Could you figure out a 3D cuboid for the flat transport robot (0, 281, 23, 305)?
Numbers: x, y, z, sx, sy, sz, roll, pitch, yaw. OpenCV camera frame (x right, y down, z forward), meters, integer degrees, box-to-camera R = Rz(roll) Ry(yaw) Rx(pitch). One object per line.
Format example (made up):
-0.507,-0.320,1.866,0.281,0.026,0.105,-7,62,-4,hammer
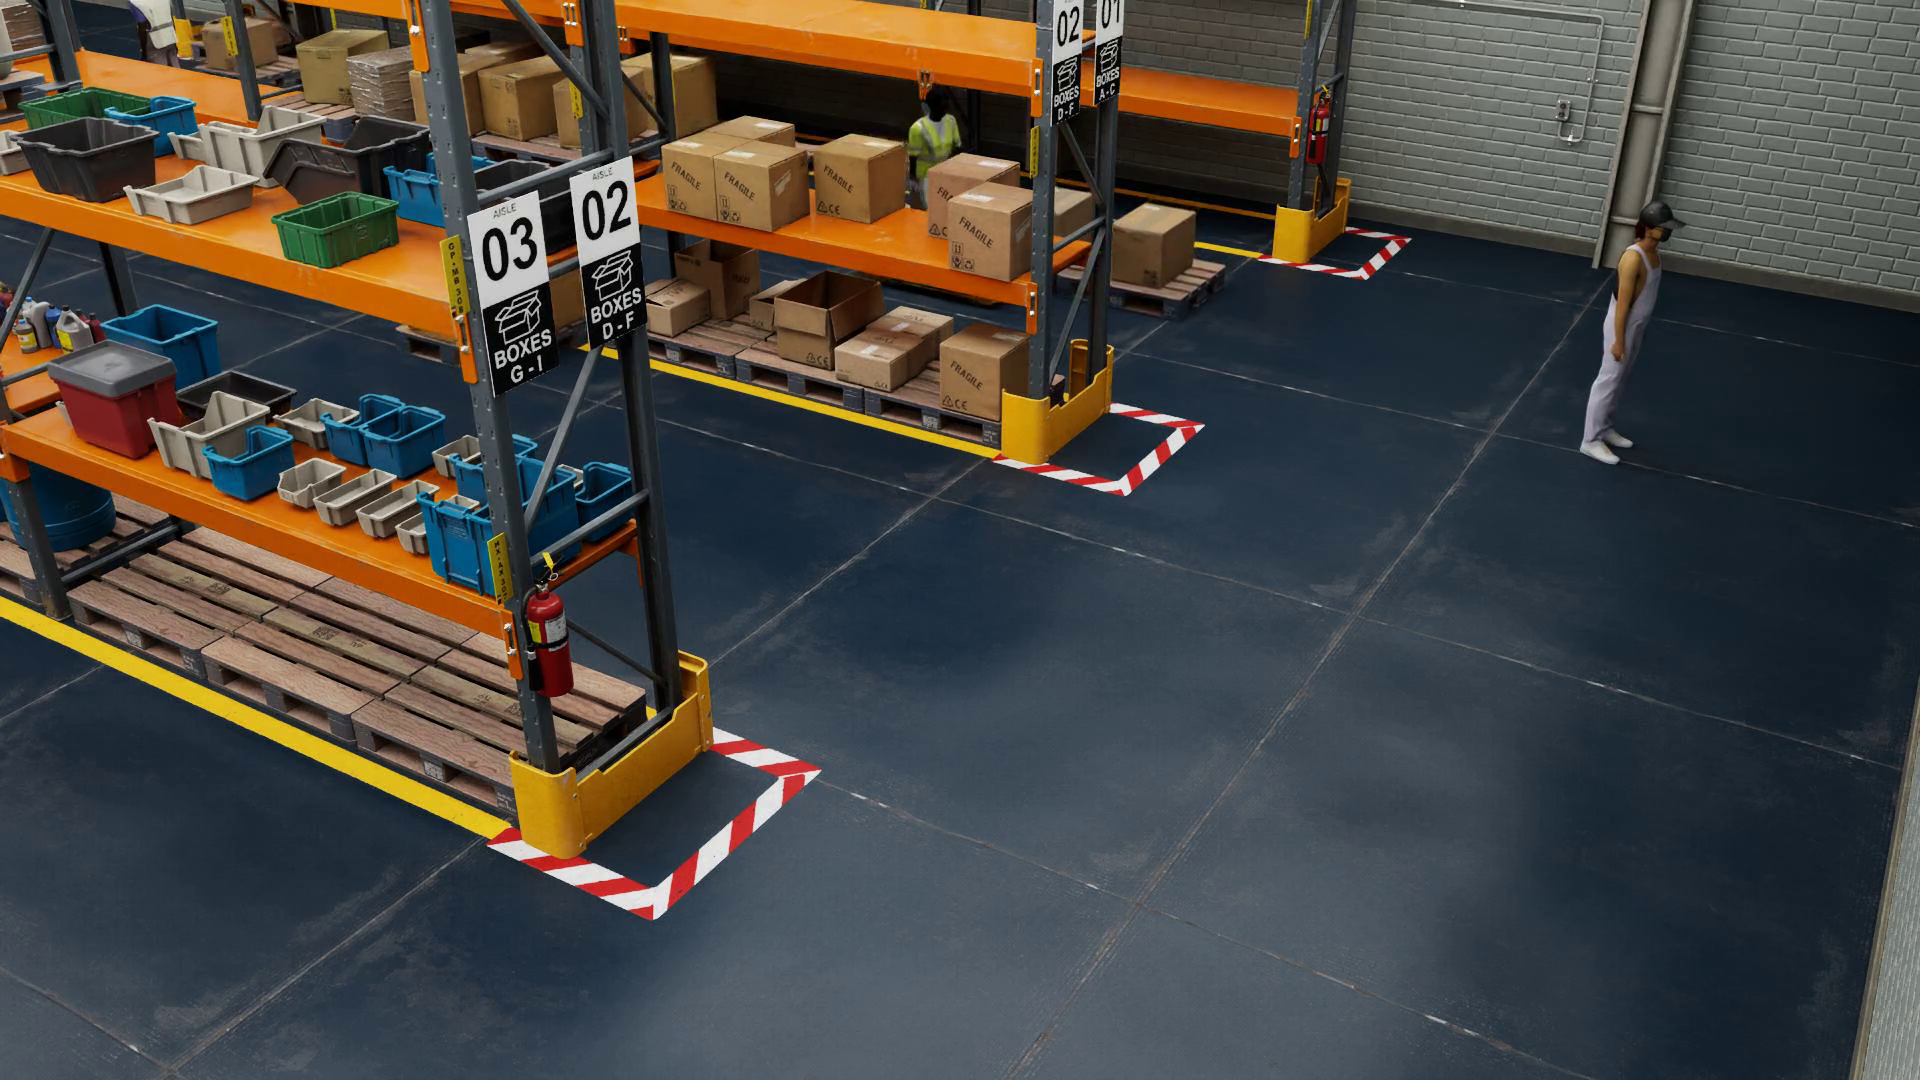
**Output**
-8.862,-2.144,14.480,1.431,0.231,0.659,19,34,30,flat transport robot

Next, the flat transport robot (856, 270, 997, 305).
-0.171,-2.419,14.973,1.431,0.231,0.659,17,33,27,flat transport robot

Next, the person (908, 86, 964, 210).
-0.194,-3.317,15.157,0.880,1.635,0.551,24,37,36,person

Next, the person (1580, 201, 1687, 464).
4.708,-1.459,11.614,0.384,1.863,0.518,21,35,33,person

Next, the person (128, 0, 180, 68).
-9.264,-5.708,19.264,0.393,1.839,0.563,10,31,17,person
